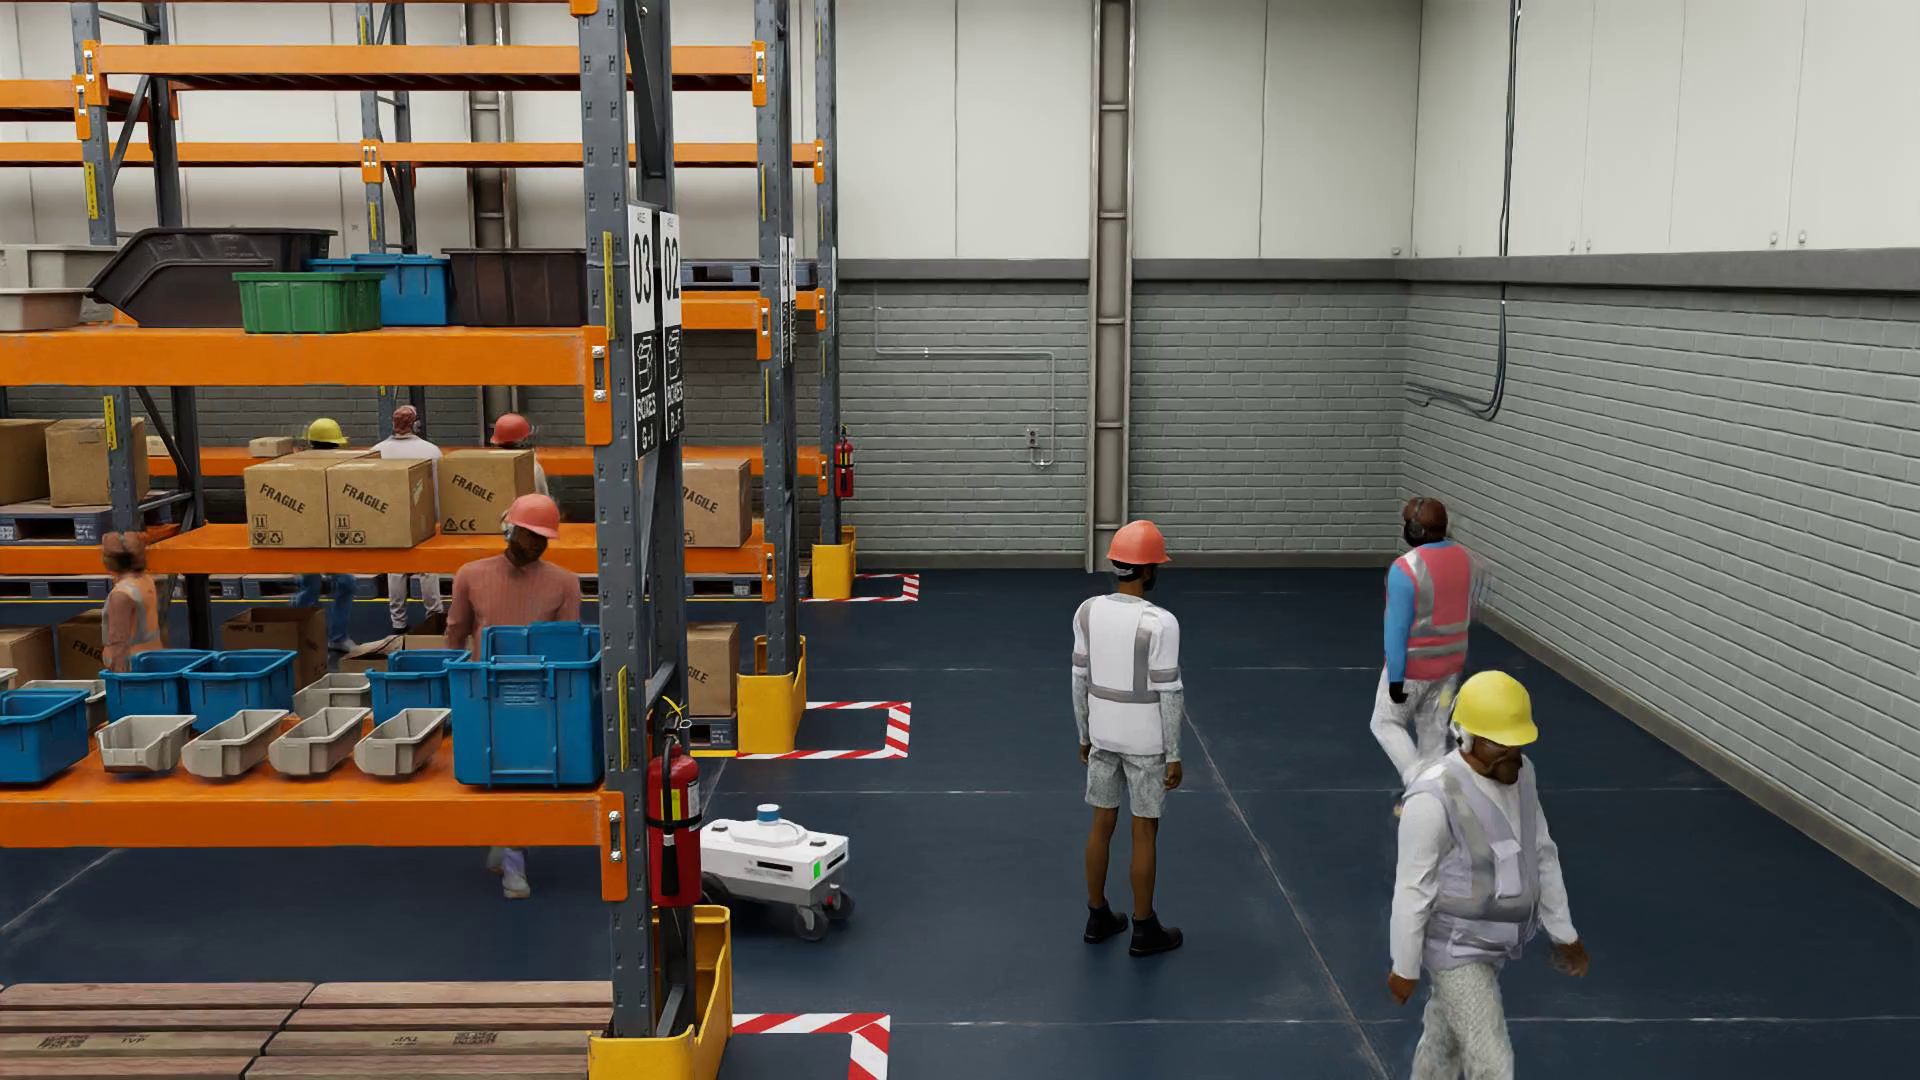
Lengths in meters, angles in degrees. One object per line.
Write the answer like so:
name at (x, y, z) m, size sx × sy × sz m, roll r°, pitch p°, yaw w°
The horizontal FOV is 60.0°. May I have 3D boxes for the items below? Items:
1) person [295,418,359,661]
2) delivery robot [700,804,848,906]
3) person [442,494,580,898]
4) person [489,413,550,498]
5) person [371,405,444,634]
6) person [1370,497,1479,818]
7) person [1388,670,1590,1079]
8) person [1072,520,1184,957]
person at (-4.884, 0.008, 12.812) m, size 0.684 × 1.894 × 0.663 m, roll -1°, pitch 9°, yaw -4°
delivery robot at (-0.881, 1.467, 7.689) m, size 0.707 × 0.478 × 0.477 m, roll 4°, pitch 10°, yaw 22°
person at (-2.184, 0.746, 8.110) m, size 0.683 × 1.962 × 0.555 m, roll -2°, pitch 9°, yaw -13°
person at (-3.271, 0.027, 12.449) m, size 0.422 × 1.973 × 0.643 m, roll -4°, pitch 10°, yaw -23°
person at (-4.564, -0.165, 13.844) m, size 0.643 × 1.910 × 0.400 m, roll 0°, pitch 9°, yaw 2°
person at (2.496, 0.676, 8.956) m, size 0.632 × 1.829 × 0.440 m, roll -5°, pitch 11°, yaw -29°
person at (1.726, 1.289, 5.230) m, size 0.769 × 1.799 × 0.607 m, roll 9°, pitch 13°, yaw 44°
person at (0.766, 0.872, 7.392) m, size 0.553 × 1.935 × 0.362 m, roll 8°, pitch 12°, yaw 41°
